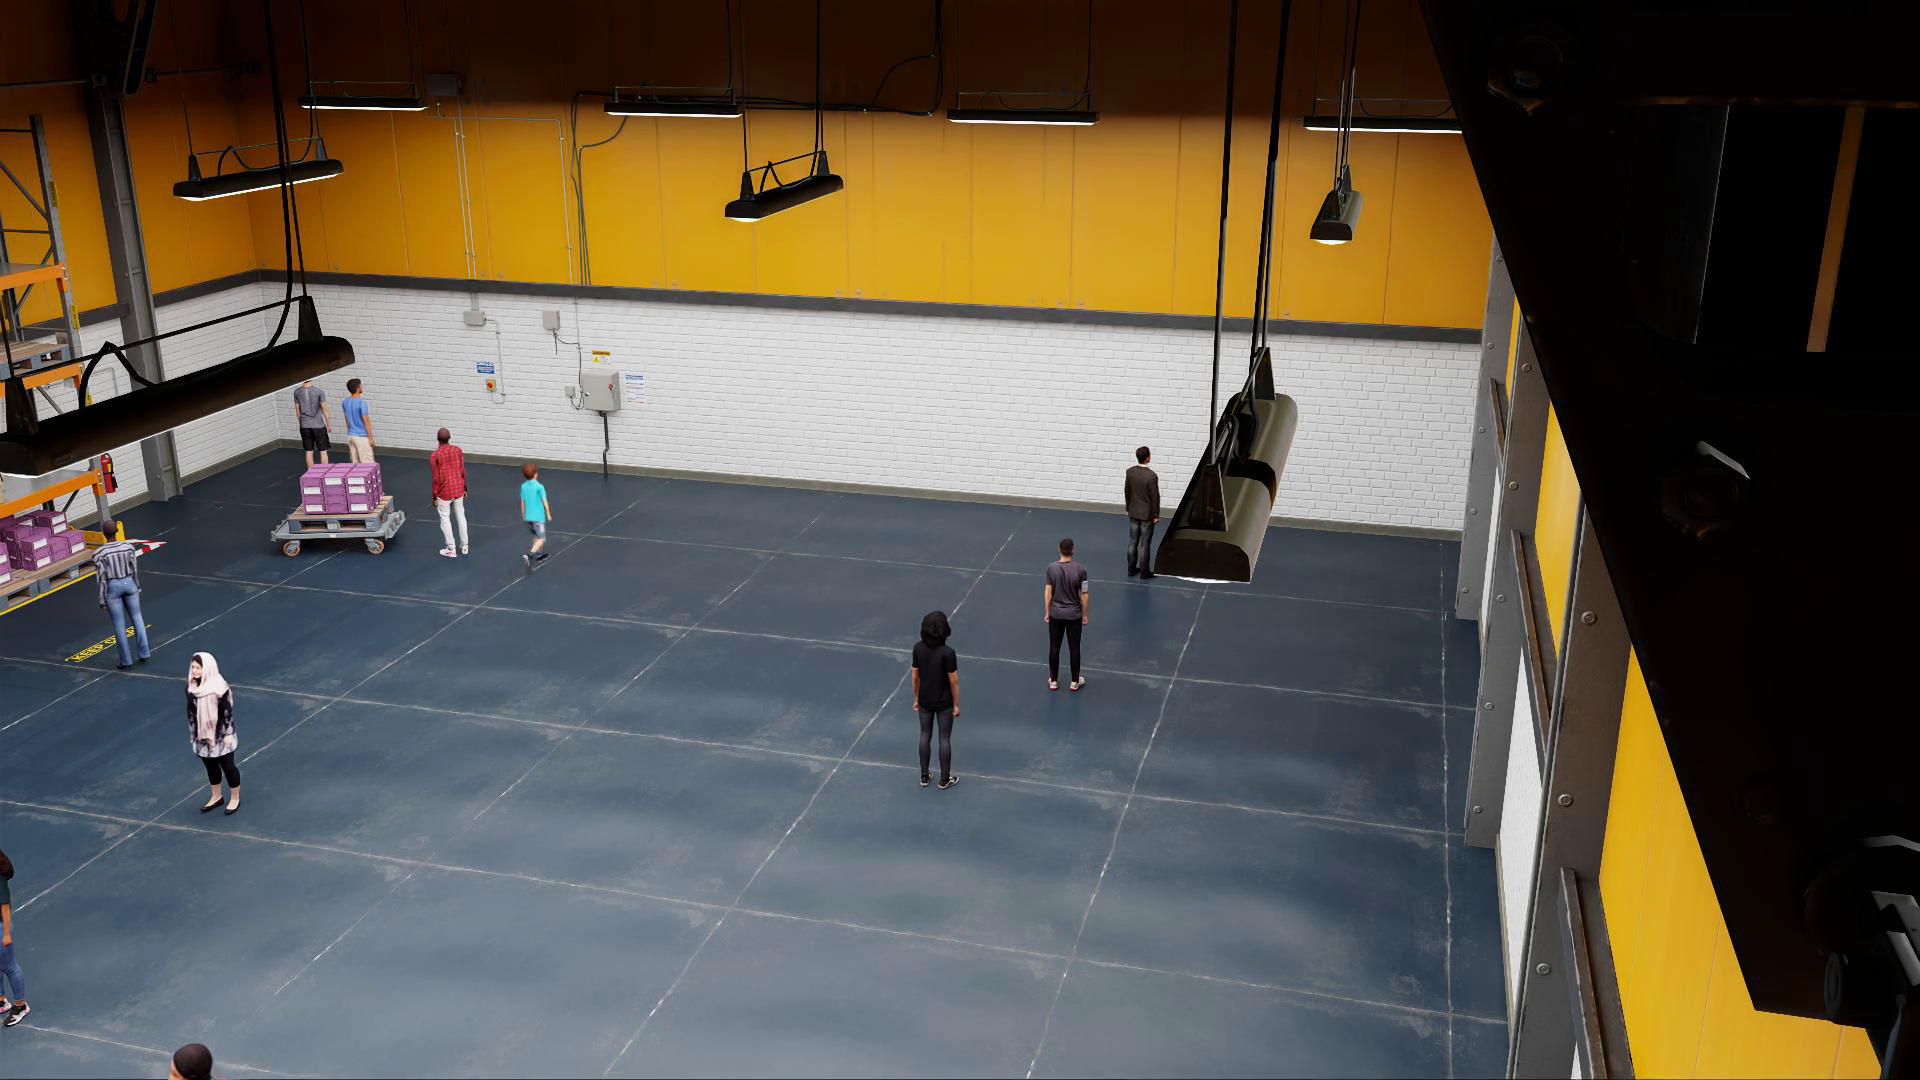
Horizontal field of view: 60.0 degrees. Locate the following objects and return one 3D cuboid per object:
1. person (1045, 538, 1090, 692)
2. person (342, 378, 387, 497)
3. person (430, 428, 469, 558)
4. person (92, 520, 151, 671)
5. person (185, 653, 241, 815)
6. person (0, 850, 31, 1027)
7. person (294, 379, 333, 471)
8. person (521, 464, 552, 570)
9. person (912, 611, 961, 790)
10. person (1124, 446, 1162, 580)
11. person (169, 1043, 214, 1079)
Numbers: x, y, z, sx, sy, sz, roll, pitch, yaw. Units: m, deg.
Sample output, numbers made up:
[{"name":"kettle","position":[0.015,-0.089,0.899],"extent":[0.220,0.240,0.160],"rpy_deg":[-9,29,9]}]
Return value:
[{"name":"person","position":[1.177,0.830,18.636],"extent":[0.651,1.763,0.543],"rpy_deg":[3,19,10]},{"name":"person","position":[-9.251,-1.570,25.606],"extent":[0.706,1.863,0.651],"rpy_deg":[10,21,26]},{"name":"person","position":[-7.071,-0.679,23.029],"extent":[0.695,1.819,0.814],"rpy_deg":[-17,25,-41]},{"name":"person","position":[-9.678,0.625,19.194],"extent":[0.759,1.796,0.617],"rpy_deg":[15,24,37]},{"name":"person","position":[-7.125,1.826,15.875],"extent":[0.619,1.636,0.602],"rpy_deg":[5,19,13]},{"name":"person","position":[-7.383,2.919,12.659],"extent":[0.598,1.617,0.591],"rpy_deg":[6,19,17]},{"name":"person","position":[-10.240,-1.805,26.291],"extent":[0.709,1.871,0.629],"rpy_deg":[0,19,0]},{"name":"person","position":[-5.798,-0.315,22.551],"extent":[0.617,1.434,0.887],"rpy_deg":[8,20,23]},{"name":"person","position":[-0.248,1.559,16.359],"extent":[0.667,1.834,0.552],"rpy_deg":[8,20,22]},{"name":"person","position":[2.424,-0.380,22.161],"extent":[0.757,1.805,0.712],"rpy_deg":[16,24,39]},{"name":"person","position":[-4.502,3.754,10.097],"extent":[0.979,1.670,1.191],"rpy_deg":[17,25,40]}]
